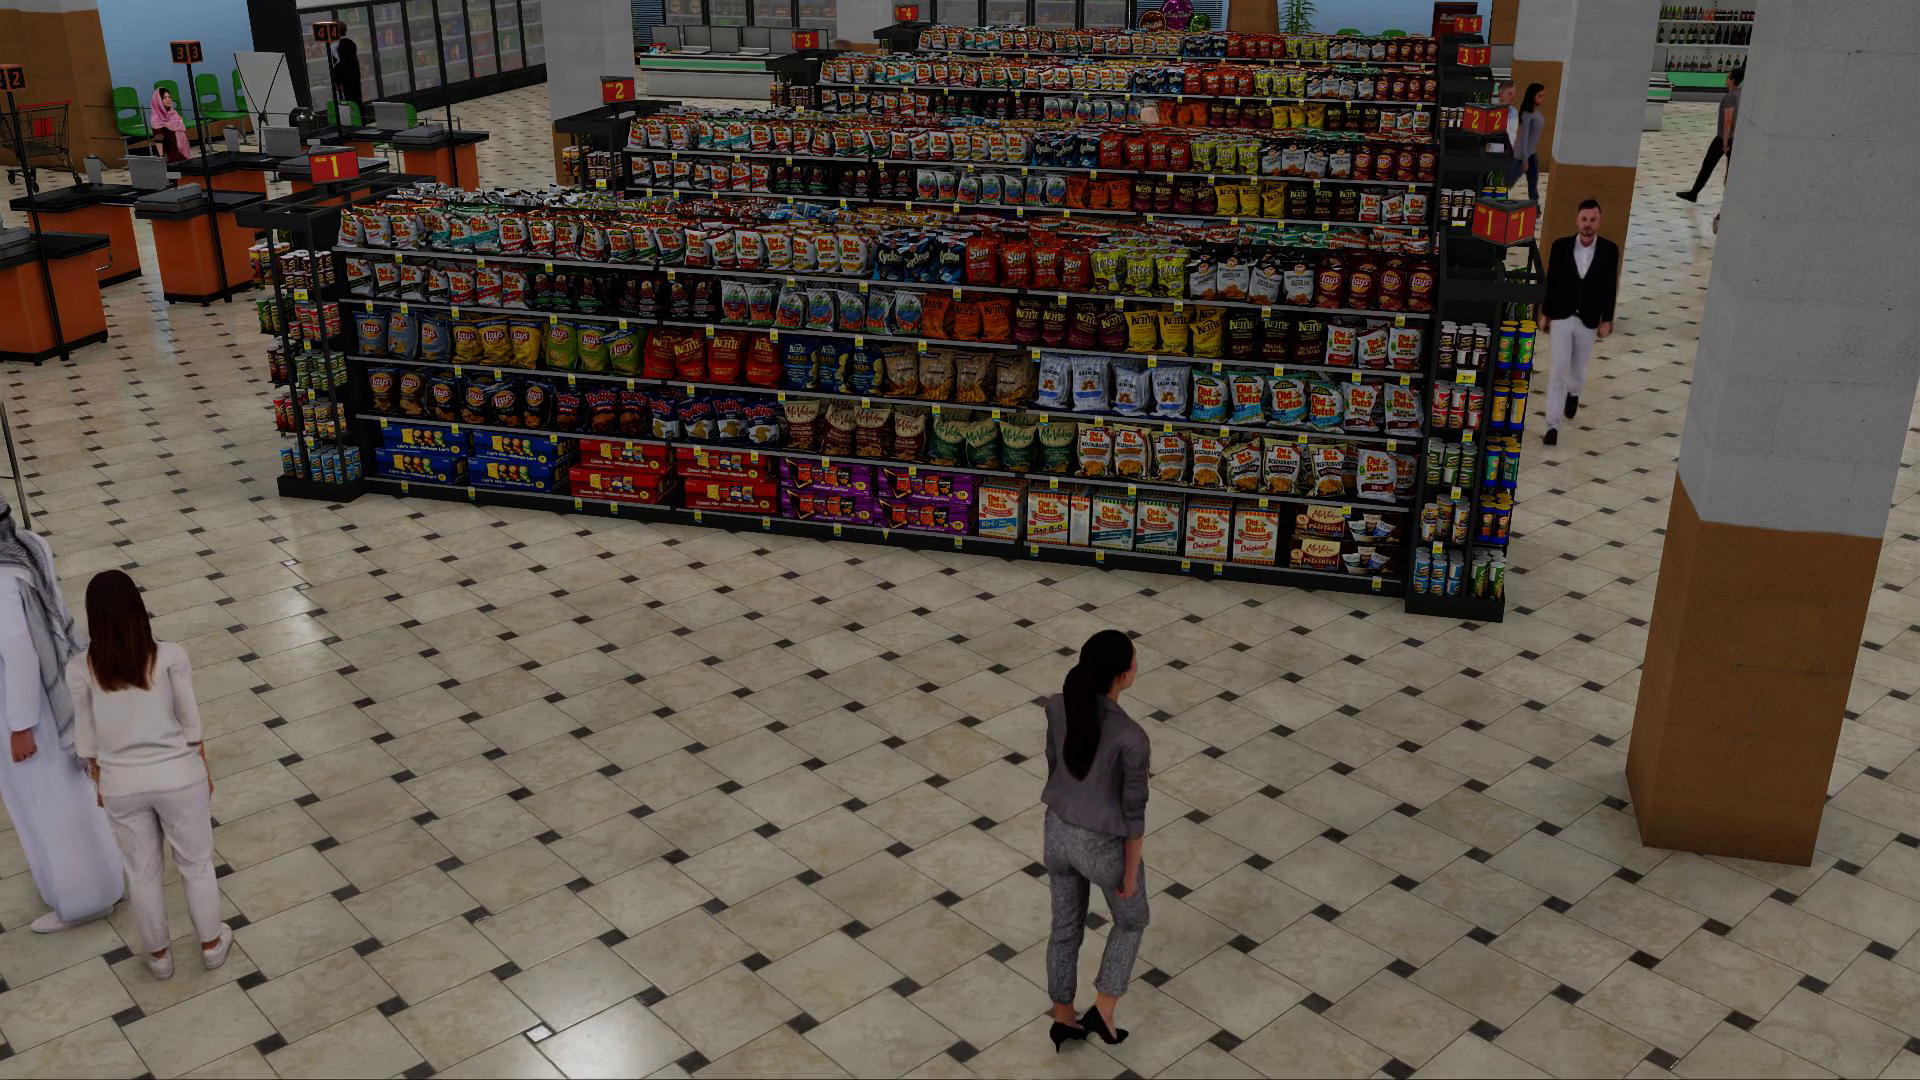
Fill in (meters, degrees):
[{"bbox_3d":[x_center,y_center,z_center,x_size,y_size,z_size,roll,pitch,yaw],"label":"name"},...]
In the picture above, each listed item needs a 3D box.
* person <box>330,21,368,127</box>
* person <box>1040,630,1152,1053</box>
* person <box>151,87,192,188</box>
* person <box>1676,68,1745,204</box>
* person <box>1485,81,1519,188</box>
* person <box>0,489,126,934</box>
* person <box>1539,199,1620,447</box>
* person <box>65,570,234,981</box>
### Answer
[{"bbox_3d":[-9.983,-7.523,27.141,0.688,1.827,0.724,16,27,34],"label":"person"},{"bbox_3d":[0.402,1.120,5.845,0.644,1.666,0.770,17,27,35],"label":"person"},{"bbox_3d":[-9.679,-4.729,20.439,0.593,1.639,0.654,7,23,16],"label":"person"},{"bbox_3d":[9.944,-5.130,21.336,1.028,1.715,1.228,-19,29,-39],"label":"person"},{"bbox_3d":[6.273,-4.497,19.650,1.092,1.797,1.178,-14,26,-31],"label":"person"},{"bbox_3d":[-3.704,0.657,6.653,0.829,1.924,0.805,-8,23,-19],"label":"person"},{"bbox_3d":[4.653,-1.662,12.571,1.087,1.813,0.790,8,23,18],"label":"person"},{"bbox_3d":[-3.089,0.908,6.347,0.648,1.686,0.746,-7,23,-16],"label":"person"}]
